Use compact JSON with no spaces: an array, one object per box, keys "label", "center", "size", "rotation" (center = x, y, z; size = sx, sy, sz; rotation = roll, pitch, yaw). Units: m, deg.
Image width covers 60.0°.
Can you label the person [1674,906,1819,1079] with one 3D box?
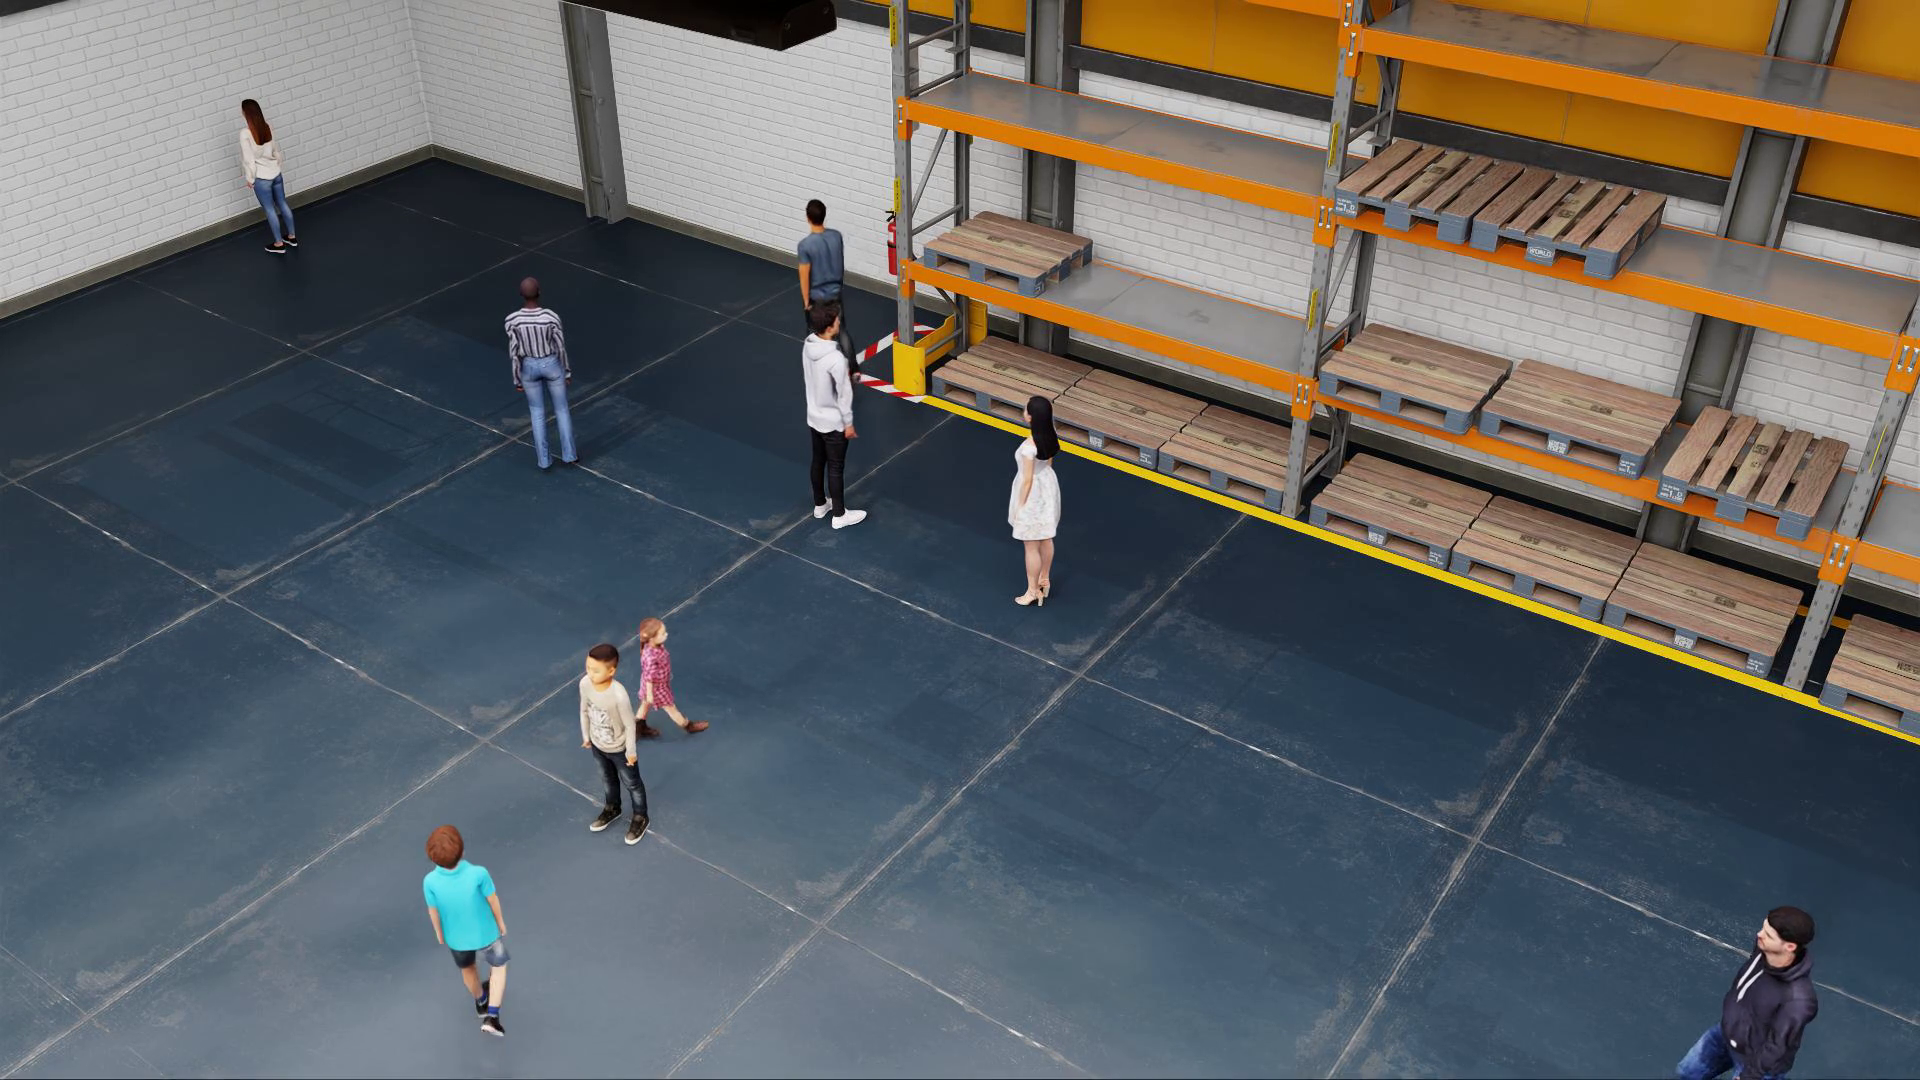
[{"label":"person","center":[4.003,2.500,8.195],"size":[0.919,1.875,0.871],"rotation":[2,34,3]}]

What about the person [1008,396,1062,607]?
[{"label":"person","center":[0.568,-0.291,12.485],"size":[0.628,1.775,0.645],"rotation":[19,38,27]}]

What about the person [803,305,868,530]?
[{"label":"person","center":[-1.073,-1.002,13.415],"size":[0.788,1.929,0.609],"rotation":[-26,42,-33]}]

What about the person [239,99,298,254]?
[{"label":"person","center":[-7.546,-3.968,18.091],"size":[0.593,1.692,0.654],"rotation":[15,36,21]}]

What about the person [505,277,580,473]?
[{"label":"person","center":[-3.542,-1.396,14.129],"size":[0.706,1.795,0.757],"rotation":[-7,34,-10]}]

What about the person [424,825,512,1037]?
[{"label":"person","center":[-2.682,2.163,9.094],"size":[0.797,1.441,0.838],"rotation":[-3,34,-5]}]

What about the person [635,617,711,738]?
[{"label":"person","center":[-2.116,0.958,11.303],"size":[0.797,1.003,0.689],"rotation":[-1,34,-2]}]

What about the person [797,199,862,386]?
[{"label":"person","center":[-1.210,-2.263,15.446],"size":[0.963,1.780,1.227],"rotation":[-18,38,-25]}]

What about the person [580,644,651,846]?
[{"label":"person","center":[-2.172,1.257,10.437],"size":[0.465,1.464,0.630],"rotation":[16,37,23]}]
